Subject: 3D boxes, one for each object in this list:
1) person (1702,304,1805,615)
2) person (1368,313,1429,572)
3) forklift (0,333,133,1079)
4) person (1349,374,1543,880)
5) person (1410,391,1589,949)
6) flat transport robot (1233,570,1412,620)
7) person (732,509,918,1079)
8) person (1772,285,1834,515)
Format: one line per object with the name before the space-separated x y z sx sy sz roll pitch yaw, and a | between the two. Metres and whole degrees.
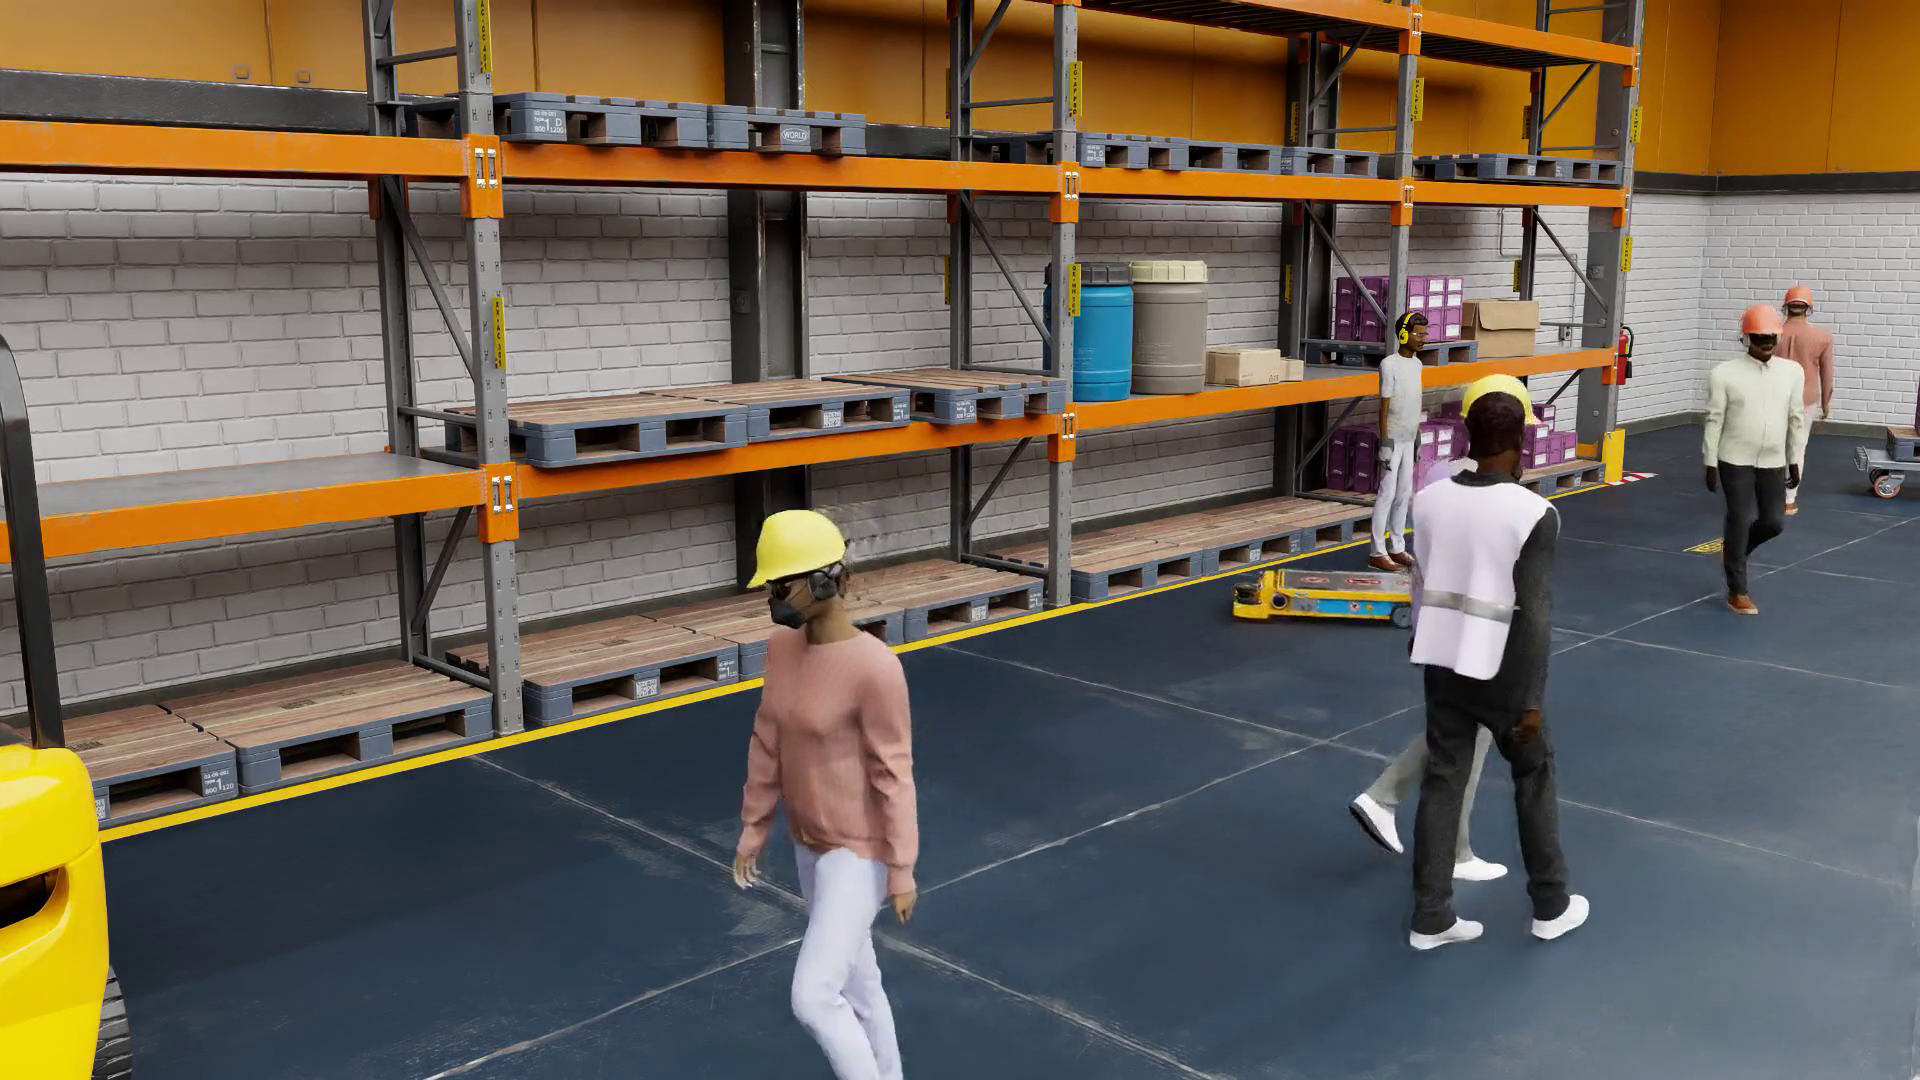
person | 5.073 -0.530 10.709 0.630 1.972 0.622 0 10 0
person | 3.177 -0.700 11.970 0.509 1.860 0.334 -10 14 -43
forklift | -3.289 0.485 4.582 1.214 2.155 2.313 -10 14 -44
person | 1.836 0.340 6.154 0.542 1.912 0.596 -1 10 -6
person | 1.813 0.440 5.678 0.730 1.885 0.608 -7 13 -34
flat transport robot | 2.473 0.354 10.544 1.431 0.197 0.652 2 11 12
person | -0.327 0.786 4.200 0.534 1.737 0.534 -8 13 -36
person | 7.268 -1.223 14.520 0.617 1.969 0.722 7 12 33
